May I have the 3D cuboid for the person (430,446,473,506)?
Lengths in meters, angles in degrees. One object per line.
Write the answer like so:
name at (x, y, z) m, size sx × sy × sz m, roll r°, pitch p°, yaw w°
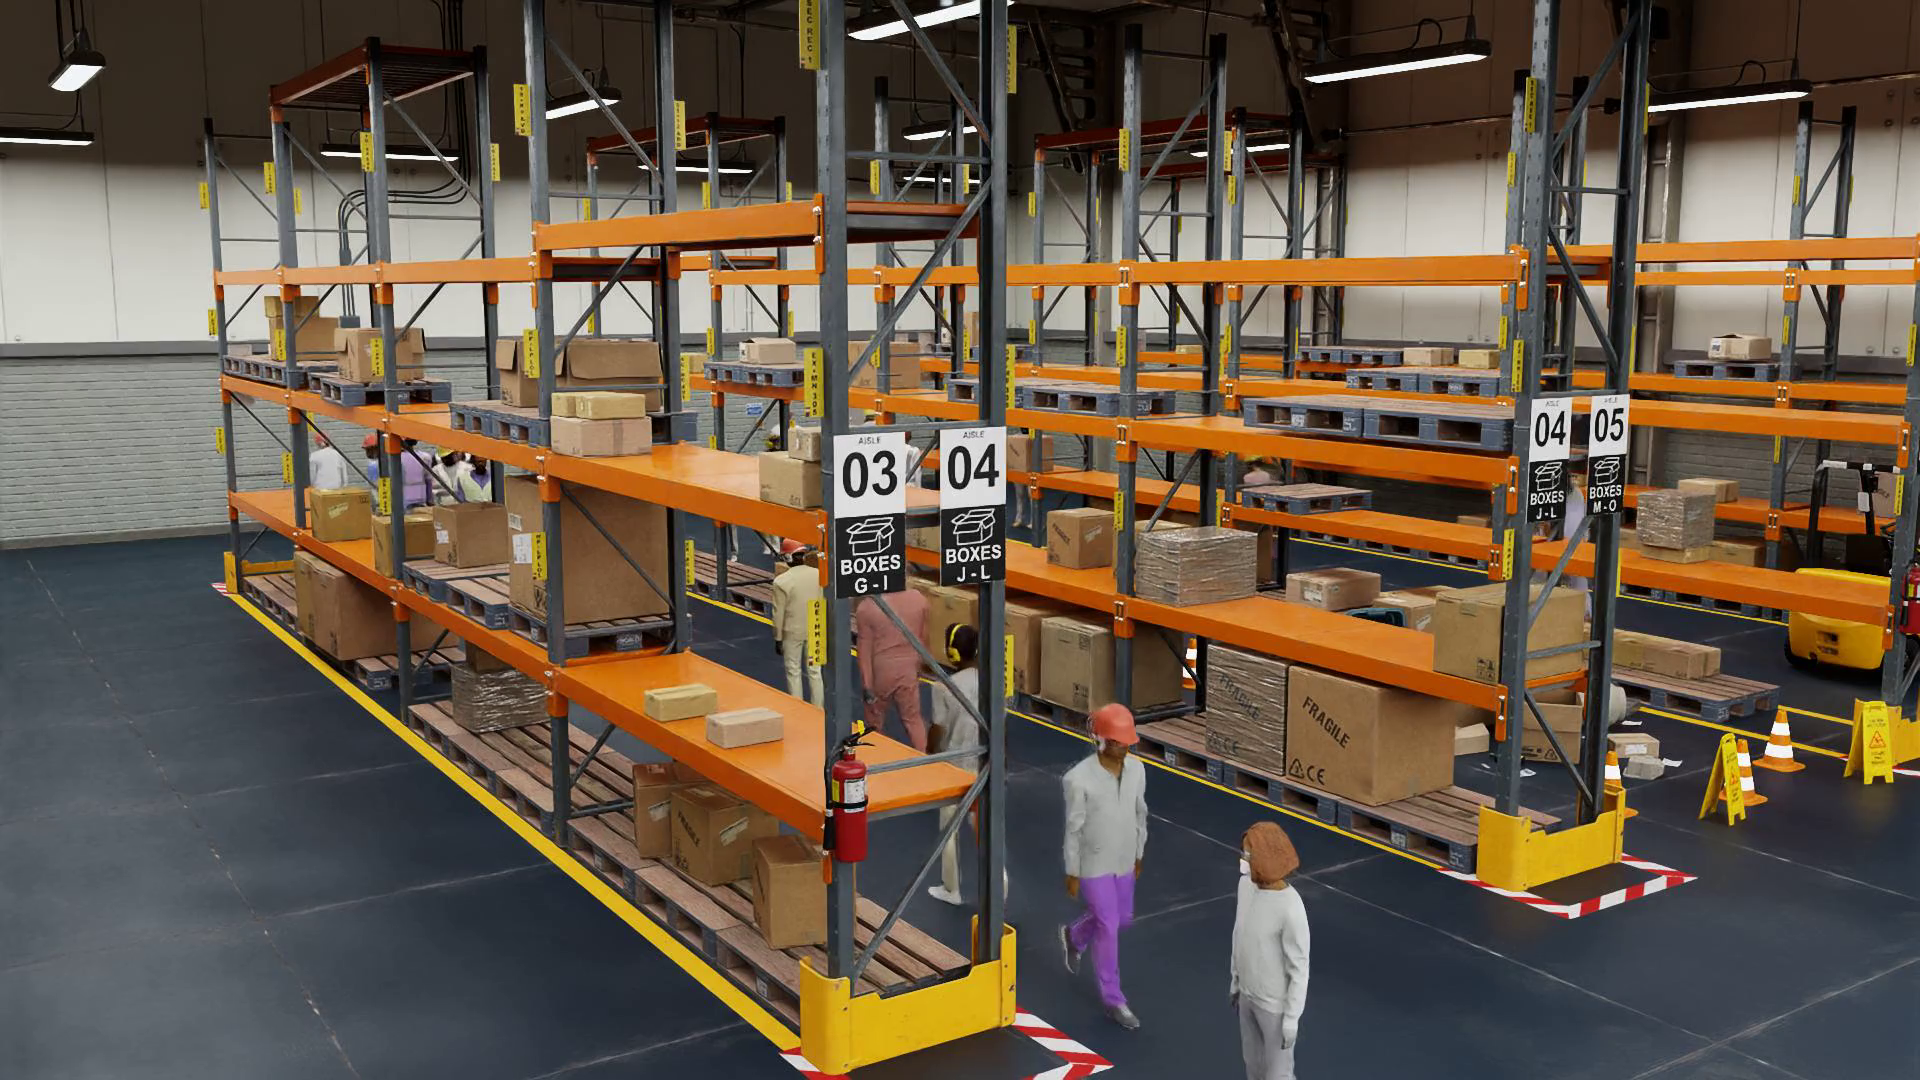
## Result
person at (-6.926, -0.446, 22.856) m, size 0.645 × 1.882 × 0.672 m, roll -1°, pitch 9°, yaw -10°

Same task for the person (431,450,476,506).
person at (-7.285, -0.653, 23.917) m, size 0.623 × 1.996 × 0.927 m, roll -5°, pitch 10°, yaw -29°

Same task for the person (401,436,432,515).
person at (-7.630, -0.565, 23.106) m, size 0.607 × 2.048 × 0.369 m, roll -7°, pitch 11°, yaw -40°

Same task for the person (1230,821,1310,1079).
person at (1.332, 2.020, 7.263) m, size 0.266 × 1.631 × 0.507 m, roll -3°, pitch 9°, yaw -20°

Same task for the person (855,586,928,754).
person at (-0.513, 1.039, 13.021) m, size 0.651 × 1.876 × 0.908 m, roll -5°, pitch 10°, yaw -29°

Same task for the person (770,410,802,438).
person at (-2.972, -1.340, 28.940) m, size 0.639 × 1.865 × 1.011 m, roll 1°, pitch 9°, yaw 3°

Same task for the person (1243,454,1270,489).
person at (4.054, -0.383, 22.877) m, size 0.542 × 1.750 × 0.385 m, roll -6°, pitch 10°, yaw -35°

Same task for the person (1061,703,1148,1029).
person at (0.763, 1.705, 9.053) m, size 0.572 × 1.725 × 0.731 m, roll -6°, pitch 11°, yaw -37°

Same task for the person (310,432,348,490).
person at (-10.040, -0.876, 26.351) m, size 0.604 × 1.692 × 0.692 m, roll -7°, pitch 11°, yaw -41°

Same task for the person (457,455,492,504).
person at (-6.094, -0.215, 21.199) m, size 0.592 × 1.920 × 0.392 m, roll -4°, pitch 9°, yaw -25°

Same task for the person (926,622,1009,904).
person at (0.031, 1.433, 10.472) m, size 0.541 × 1.848 × 0.615 m, roll -5°, pitch 10°, yaw -29°

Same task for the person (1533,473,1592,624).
person at (7.045, 0.013, 19.274) m, size 0.705 × 2.000 × 1.024 m, roll -5°, pitch 10°, yaw -31°

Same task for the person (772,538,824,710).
person at (-1.459, 0.820, 14.928) m, size 0.554 × 1.735 × 0.381 m, roll -7°, pitch 11°, yaw -38°

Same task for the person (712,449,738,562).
person at (-3.394, -0.496, 23.992) m, size 0.514 × 1.641 × 0.308 m, roll 1°, pitch 9°, yaw 8°

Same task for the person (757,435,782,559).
person at (-2.759, -0.629, 24.332) m, size 0.539 × 1.794 × 1.004 m, roll -2°, pitch 9°, yaw -14°

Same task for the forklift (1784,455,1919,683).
forklift at (9.643, 0.253, 17.172) m, size 2.313 × 2.155 × 1.214 m, roll -6°, pitch 10°, yaw -33°
